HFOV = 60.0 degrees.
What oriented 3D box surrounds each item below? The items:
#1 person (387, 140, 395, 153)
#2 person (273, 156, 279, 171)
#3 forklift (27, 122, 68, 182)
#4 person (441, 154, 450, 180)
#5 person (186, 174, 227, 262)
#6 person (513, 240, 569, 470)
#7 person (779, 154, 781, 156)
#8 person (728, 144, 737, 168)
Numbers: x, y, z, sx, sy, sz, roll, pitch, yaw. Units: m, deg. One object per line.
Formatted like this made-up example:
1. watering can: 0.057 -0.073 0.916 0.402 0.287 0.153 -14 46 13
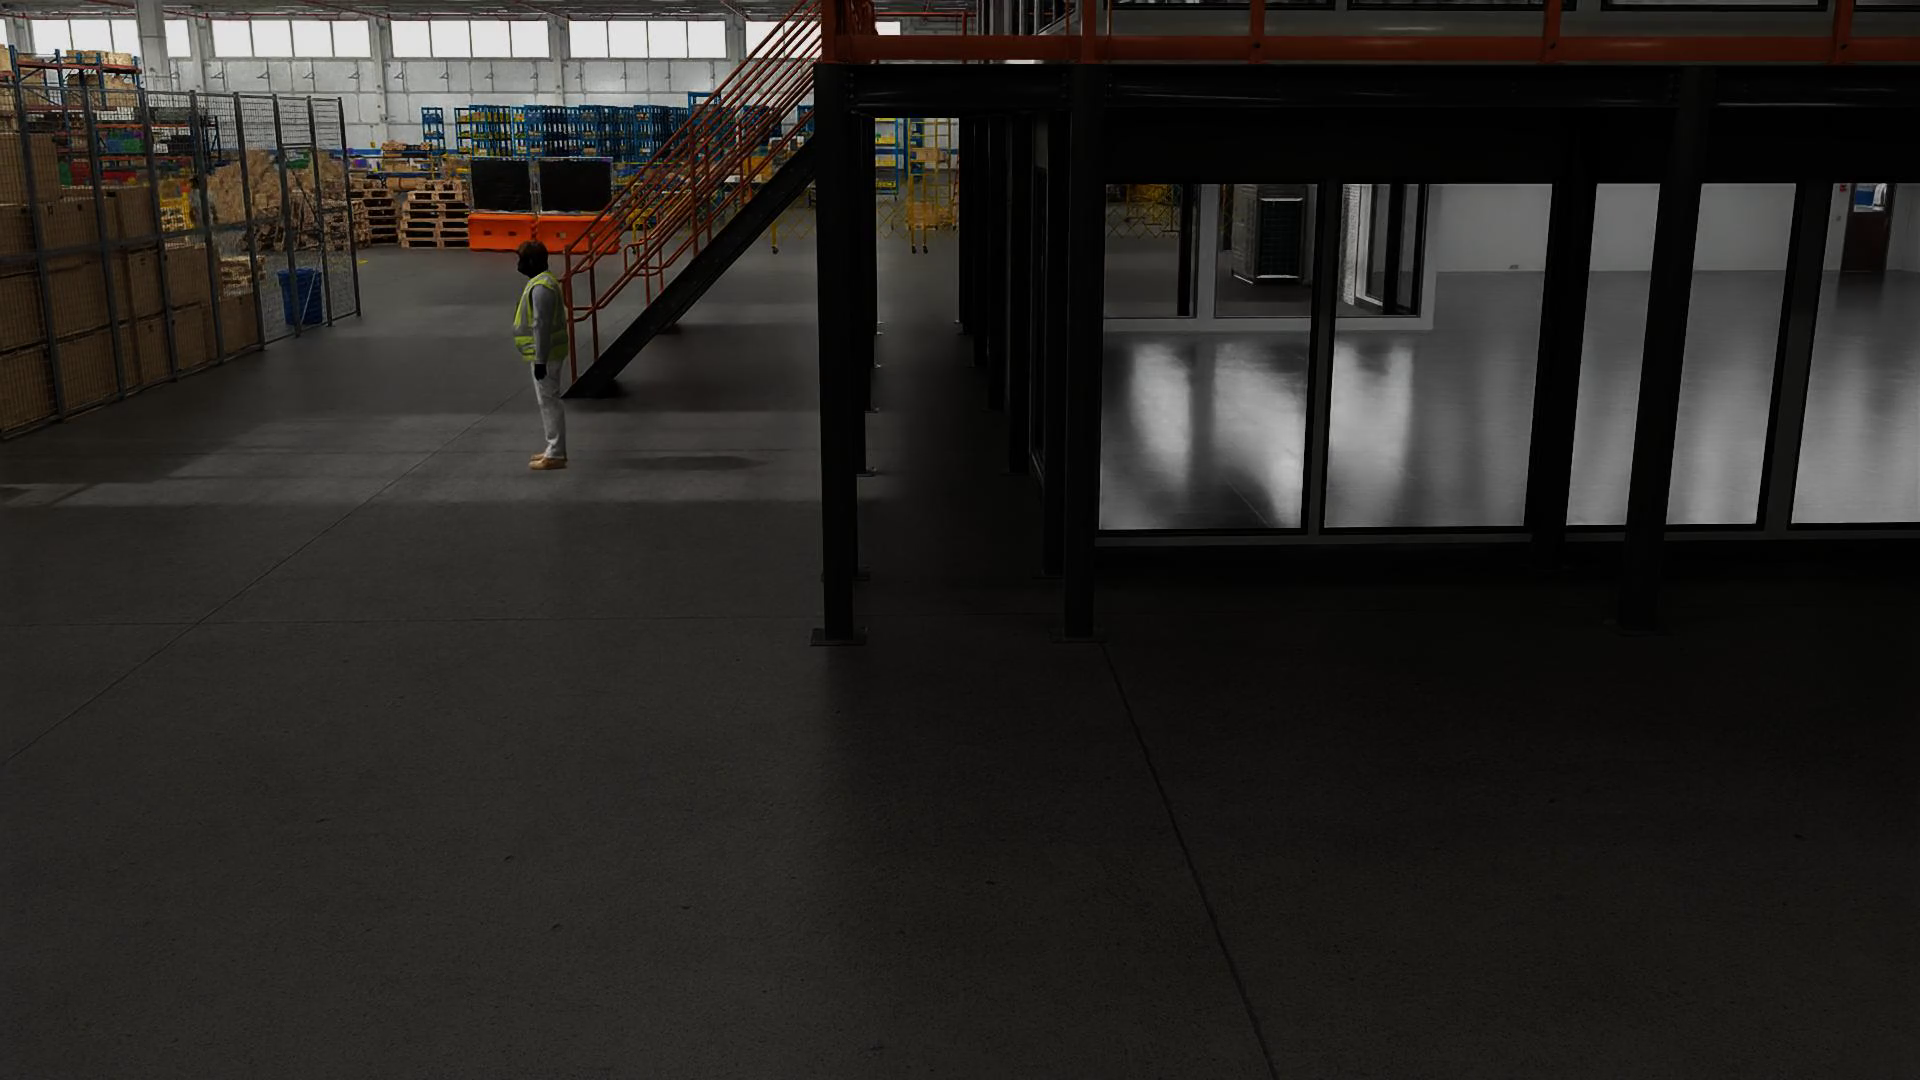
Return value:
1. person: -28.065 -18.757 82.152 0.639 1.977 0.451 11 18 38
2. person: -24.008 -12.728 58.679 0.537 1.664 0.844 0 14 -1
3. forklift: -35.376 -14.773 64.377 1.129 2.768 1.873 -1 14 -2
4. person: -17.150 -12.010 55.597 0.311 1.768 0.524 -2 14 -10
5. person: -13.898 -5.794 30.592 0.565 1.847 0.557 8 16 28
6. person: -3.368 -1.483 13.398 0.431 1.836 0.619 -4 14 -14
7. person: -7.763 -16.456 73.266 0.419 1.819 0.611 0 14 1
8. person: -10.277 -16.830 74.663 0.969 1.871 0.634 3 14 10
